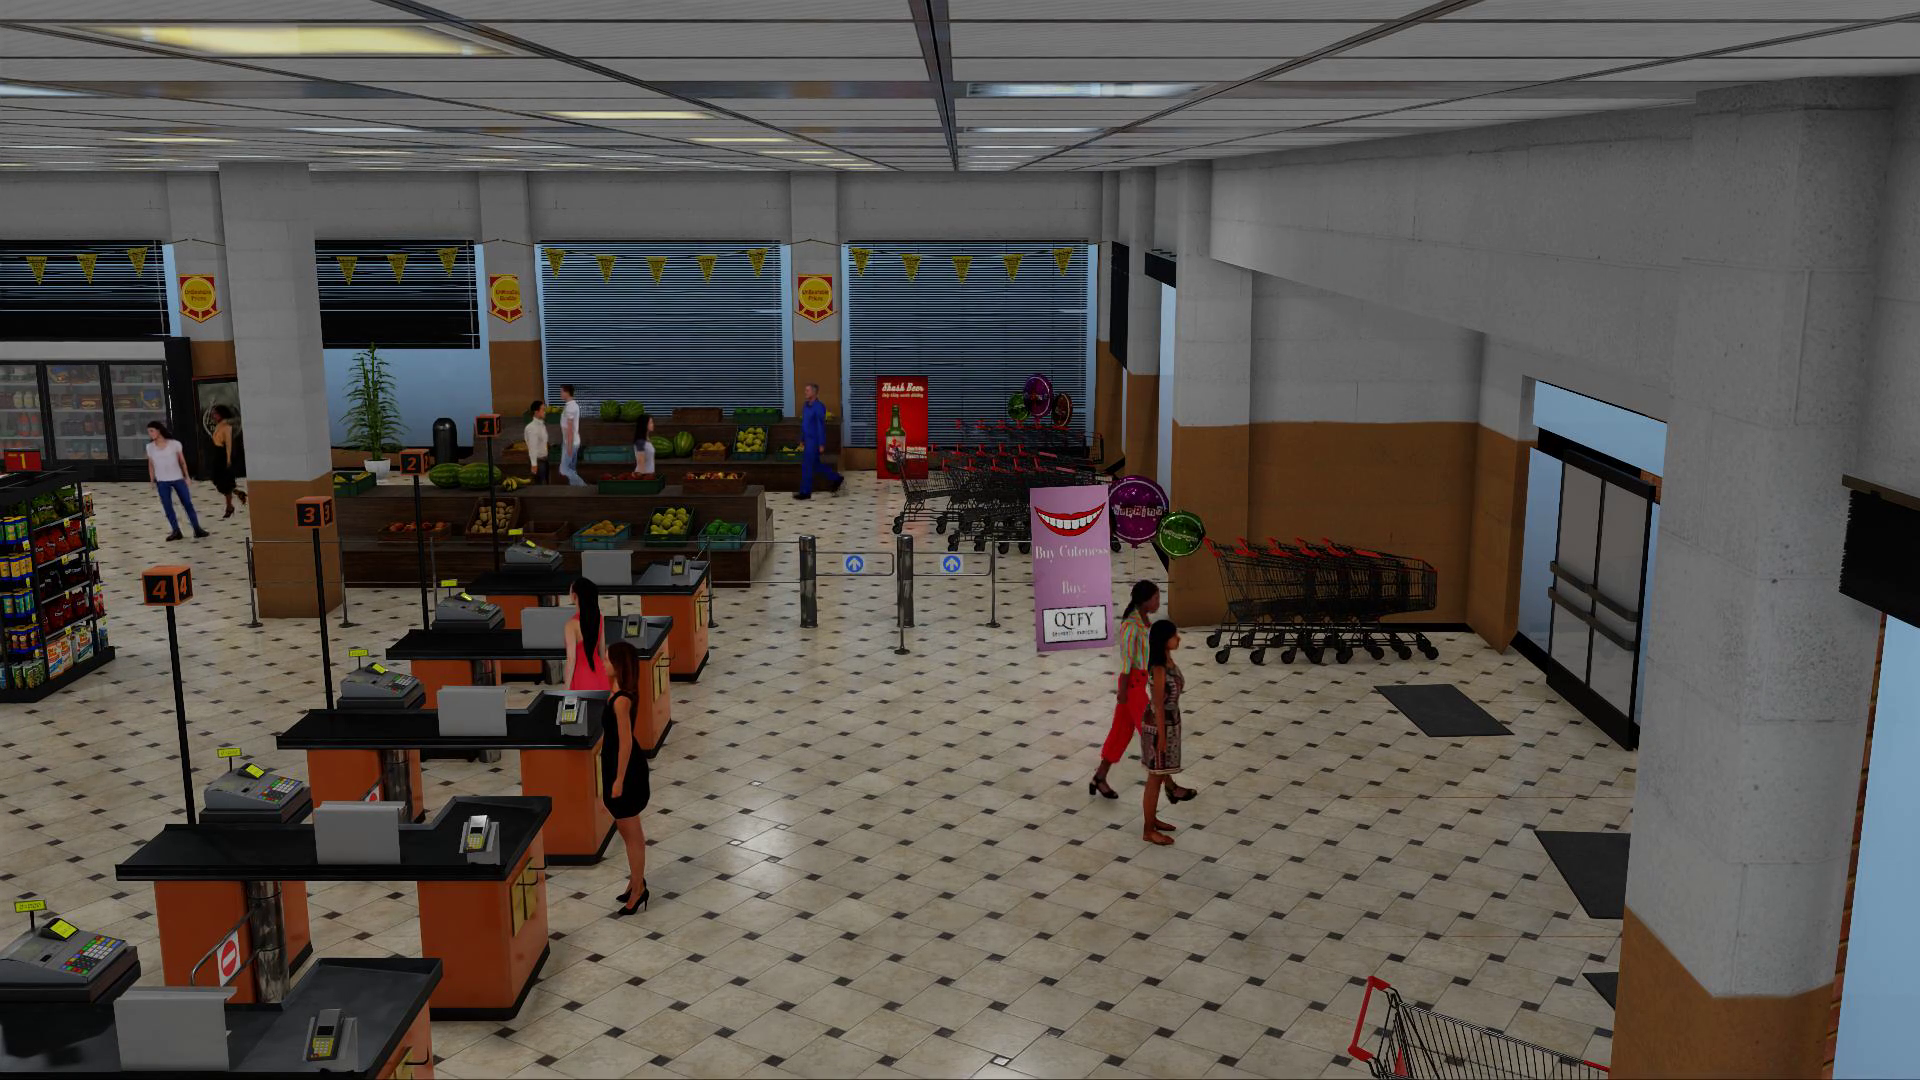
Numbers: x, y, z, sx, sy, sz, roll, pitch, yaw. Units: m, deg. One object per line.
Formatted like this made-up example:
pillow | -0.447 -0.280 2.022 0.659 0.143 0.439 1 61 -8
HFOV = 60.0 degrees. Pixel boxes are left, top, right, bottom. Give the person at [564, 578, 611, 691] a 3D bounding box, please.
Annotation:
person | -2.953 1.136 13.185 0.731 1.727 0.710 7 14 30

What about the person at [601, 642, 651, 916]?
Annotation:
person | -2.195 1.559 10.916 0.577 1.835 0.617 -2 12 -10

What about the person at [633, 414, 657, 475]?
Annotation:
person | -4.382 -0.882 22.847 0.889 1.696 0.629 0 12 2

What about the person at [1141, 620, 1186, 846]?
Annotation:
person | 1.472 1.384 12.213 0.604 1.644 0.694 3 12 12

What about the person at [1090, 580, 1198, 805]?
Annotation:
person | 1.253 1.193 12.870 1.162 1.747 0.856 5 13 22

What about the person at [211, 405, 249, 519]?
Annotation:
person | -10.630 -1.145 24.220 0.797 1.645 0.850 10 16 40

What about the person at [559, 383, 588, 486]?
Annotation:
person | -5.795 -1.439 25.138 0.804 1.842 0.728 -2 12 -7

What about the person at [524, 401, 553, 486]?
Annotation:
person | -6.037 -1.064 23.481 0.898 1.790 0.649 0 12 0

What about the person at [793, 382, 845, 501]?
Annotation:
person | -2.181 -1.521 25.639 1.230 1.796 0.997 -5 13 -22

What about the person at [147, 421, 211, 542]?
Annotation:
person | -10.604 -0.768 22.436 0.640 1.642 0.946 -6 13 -26
